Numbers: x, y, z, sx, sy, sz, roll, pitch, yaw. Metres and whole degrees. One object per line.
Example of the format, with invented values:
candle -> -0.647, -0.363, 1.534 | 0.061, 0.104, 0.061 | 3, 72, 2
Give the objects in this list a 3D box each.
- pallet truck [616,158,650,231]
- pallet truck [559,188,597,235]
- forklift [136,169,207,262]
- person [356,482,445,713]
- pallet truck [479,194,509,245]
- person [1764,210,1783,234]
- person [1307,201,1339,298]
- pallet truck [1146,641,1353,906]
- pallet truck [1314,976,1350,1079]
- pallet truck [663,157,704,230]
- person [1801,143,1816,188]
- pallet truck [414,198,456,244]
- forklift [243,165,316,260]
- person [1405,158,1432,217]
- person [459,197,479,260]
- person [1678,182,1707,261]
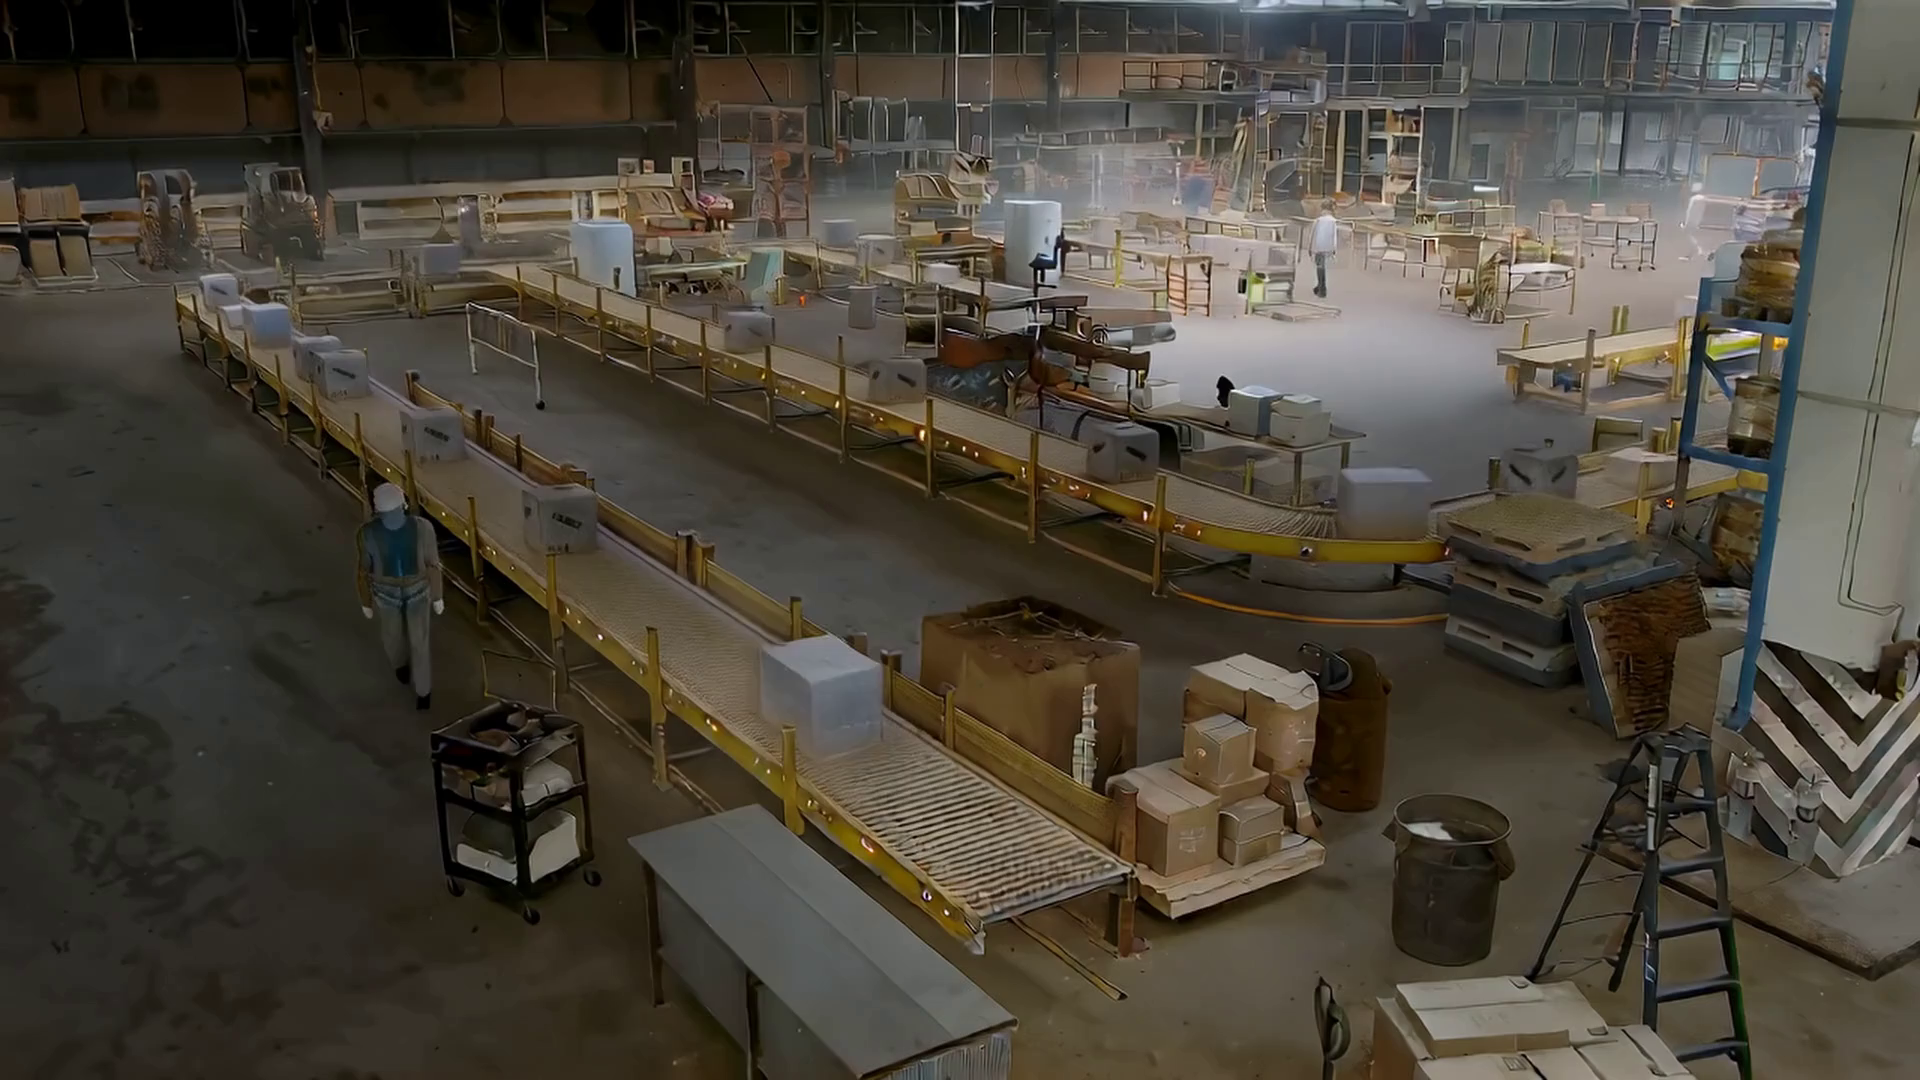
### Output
pallet truck -> -8.918, -9.176, 44.255 | 0.823, 1.965, 1.885 | -9, 19, -27
pallet truck -> -10.010, -8.652, 43.699 | 0.653, 1.274, 1.630 | -10, 20, -31
forklift -> -17.842, -7.318, 37.559 | 1.157, 1.987, 2.680 | -10, 20, -31
person -> -4.287, 0.388, 12.762 | 0.627, 1.808, 0.619 | -5, 18, -18
pallet truck -> -11.983, -8.177, 42.137 | 0.704, 1.261, 1.522 | -11, 20, -33
person -> 16.872, -6.033, 34.458 | 0.631, 1.616, 0.506 | -8, 19, -26
person -> 7.256, -5.789, 33.171 | 0.544, 1.898, 0.958 | -3, 17, -10
pallet truck -> 1.664, 1.407, 10.232 | 1.630, 1.274, 0.653 | -10, 20, -31
pallet truck -> 2.299, 2.390, 7.086 | 1.601, 1.201, 0.680 | -2, 17, -7
pallet truck -> -7.586, -9.308, 44.692 | 0.823, 1.965, 1.885 | -11, 20, -33
person -> 25.982, -11.170, 50.985 | 0.349, 1.942, 0.545 | 2, 17, 7
pallet truck -> -13.250, -8.060, 41.856 | 0.680, 1.201, 1.601 | -10, 20, -31
forklift -> -15.898, -7.669, 38.708 | 1.157, 1.987, 2.680 | -11, 20, -33
person -> 13.390, -10.215, 48.217 | 0.493, 1.709, 0.860 | -12, 20, -34
person -> -10.496, -6.477, 35.681 | 0.538, 1.753, 0.559 | 9, 19, 29
person -> 17.082, -7.387, 38.620 | 0.599, 1.818, 0.499 | -14, 22, -39
